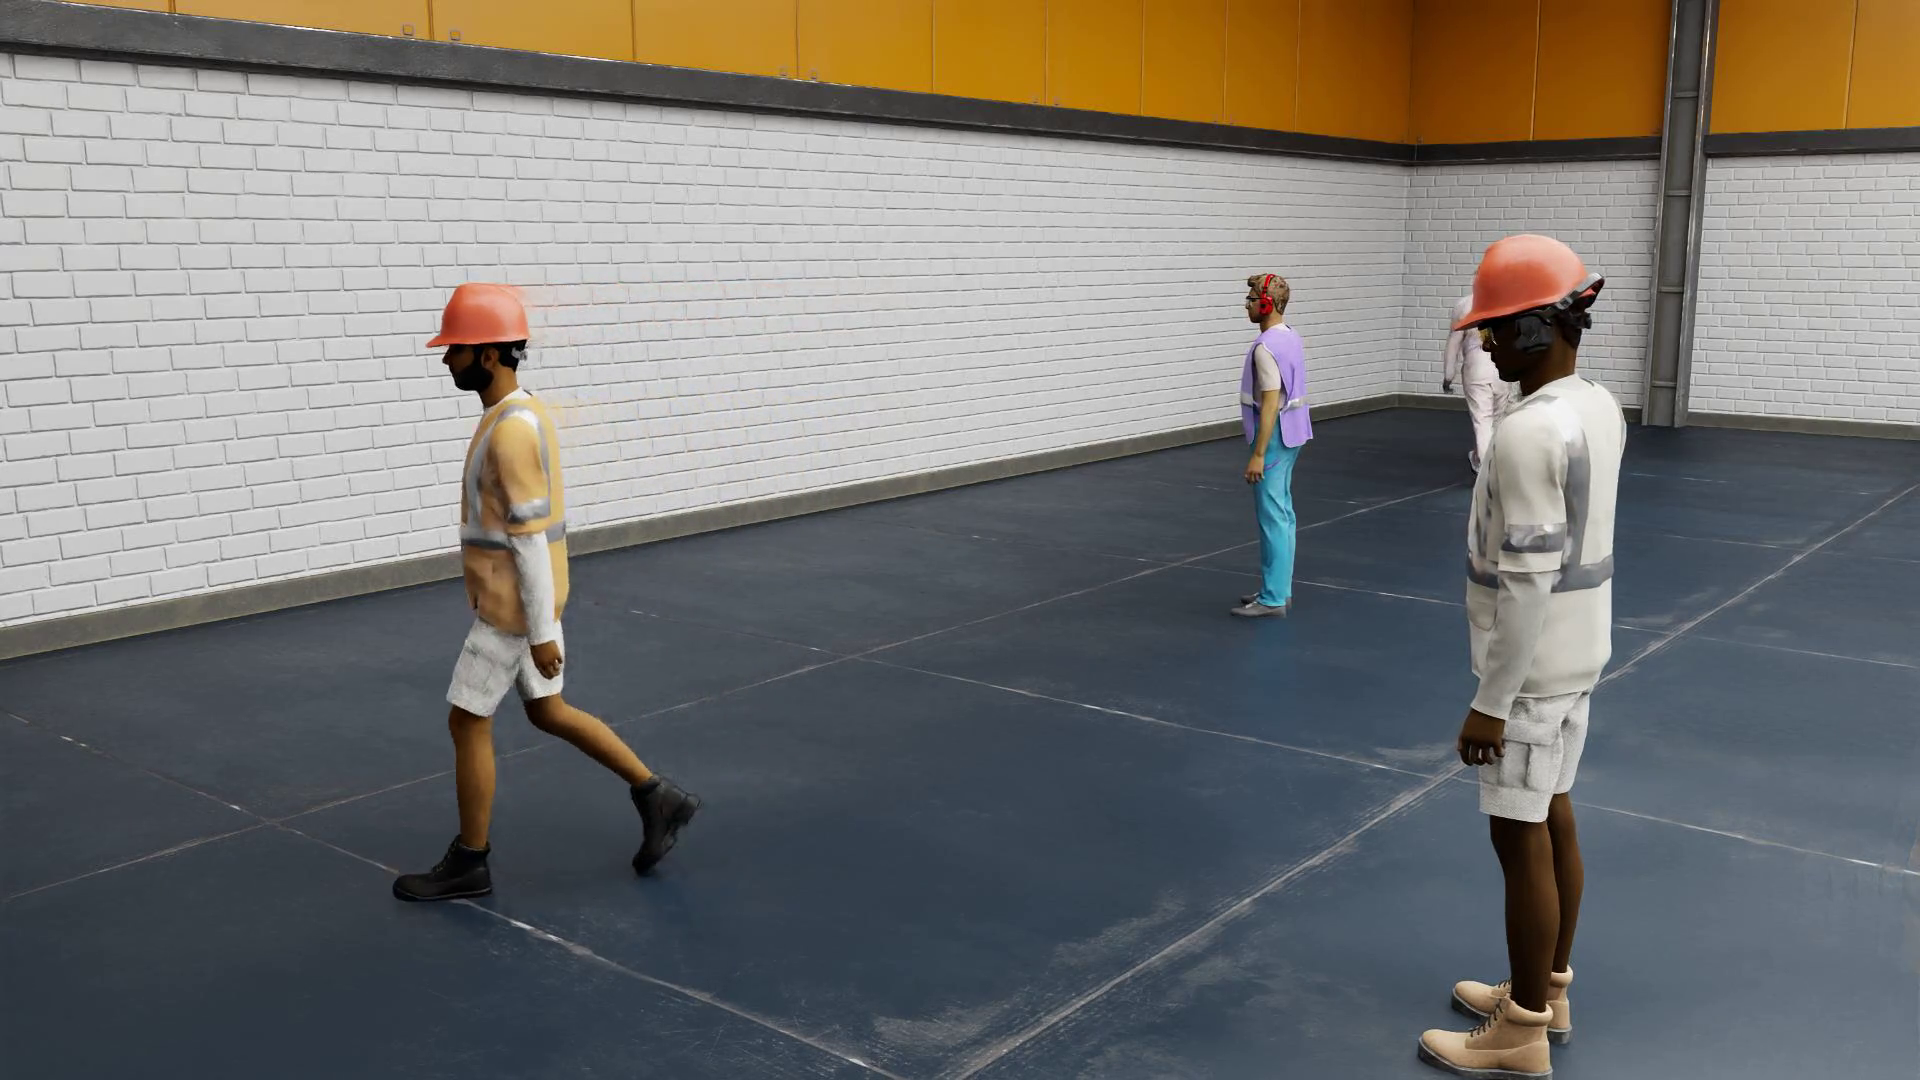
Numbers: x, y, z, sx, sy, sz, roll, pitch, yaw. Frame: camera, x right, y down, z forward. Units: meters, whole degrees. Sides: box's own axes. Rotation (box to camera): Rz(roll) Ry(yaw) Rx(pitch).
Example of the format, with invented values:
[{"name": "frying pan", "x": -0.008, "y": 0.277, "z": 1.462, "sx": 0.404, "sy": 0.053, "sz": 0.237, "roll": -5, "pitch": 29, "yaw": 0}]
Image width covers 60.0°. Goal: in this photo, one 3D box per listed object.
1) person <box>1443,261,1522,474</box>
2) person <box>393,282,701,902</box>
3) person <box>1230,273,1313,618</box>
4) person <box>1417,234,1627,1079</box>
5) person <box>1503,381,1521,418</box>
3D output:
[{"name": "person", "x": 4.348, "y": -1.389, "z": 13.837, "sx": 0.661, "sy": 1.846, "sz": 1.033, "roll": 0, "pitch": 10, "yaw": -2}, {"name": "person", "x": -1.285, "y": 0.168, "z": 5.098, "sx": 0.885, "sy": 1.908, "sz": 0.547, "roll": -1, "pitch": 10, "yaw": -8}, {"name": "person", "x": 1.679, "y": -0.497, "z": 8.918, "sx": 0.395, "sy": 1.847, "sz": 0.564, "roll": 4, "pitch": 11, "yaw": 23}, {"name": "person", "x": 1.349, "y": 0.297, "z": 4.008, "sx": 0.387, "sy": 2.034, "sz": 0.605, "roll": 7, "pitch": 12, "yaw": 33}, {"name": "person", "x": 4.855, "y": -1.546, "z": 14.853, "sx": 0.621, "sy": 1.796, "sz": 0.852, "roll": -3, "pitch": 11, "yaw": -14}]
